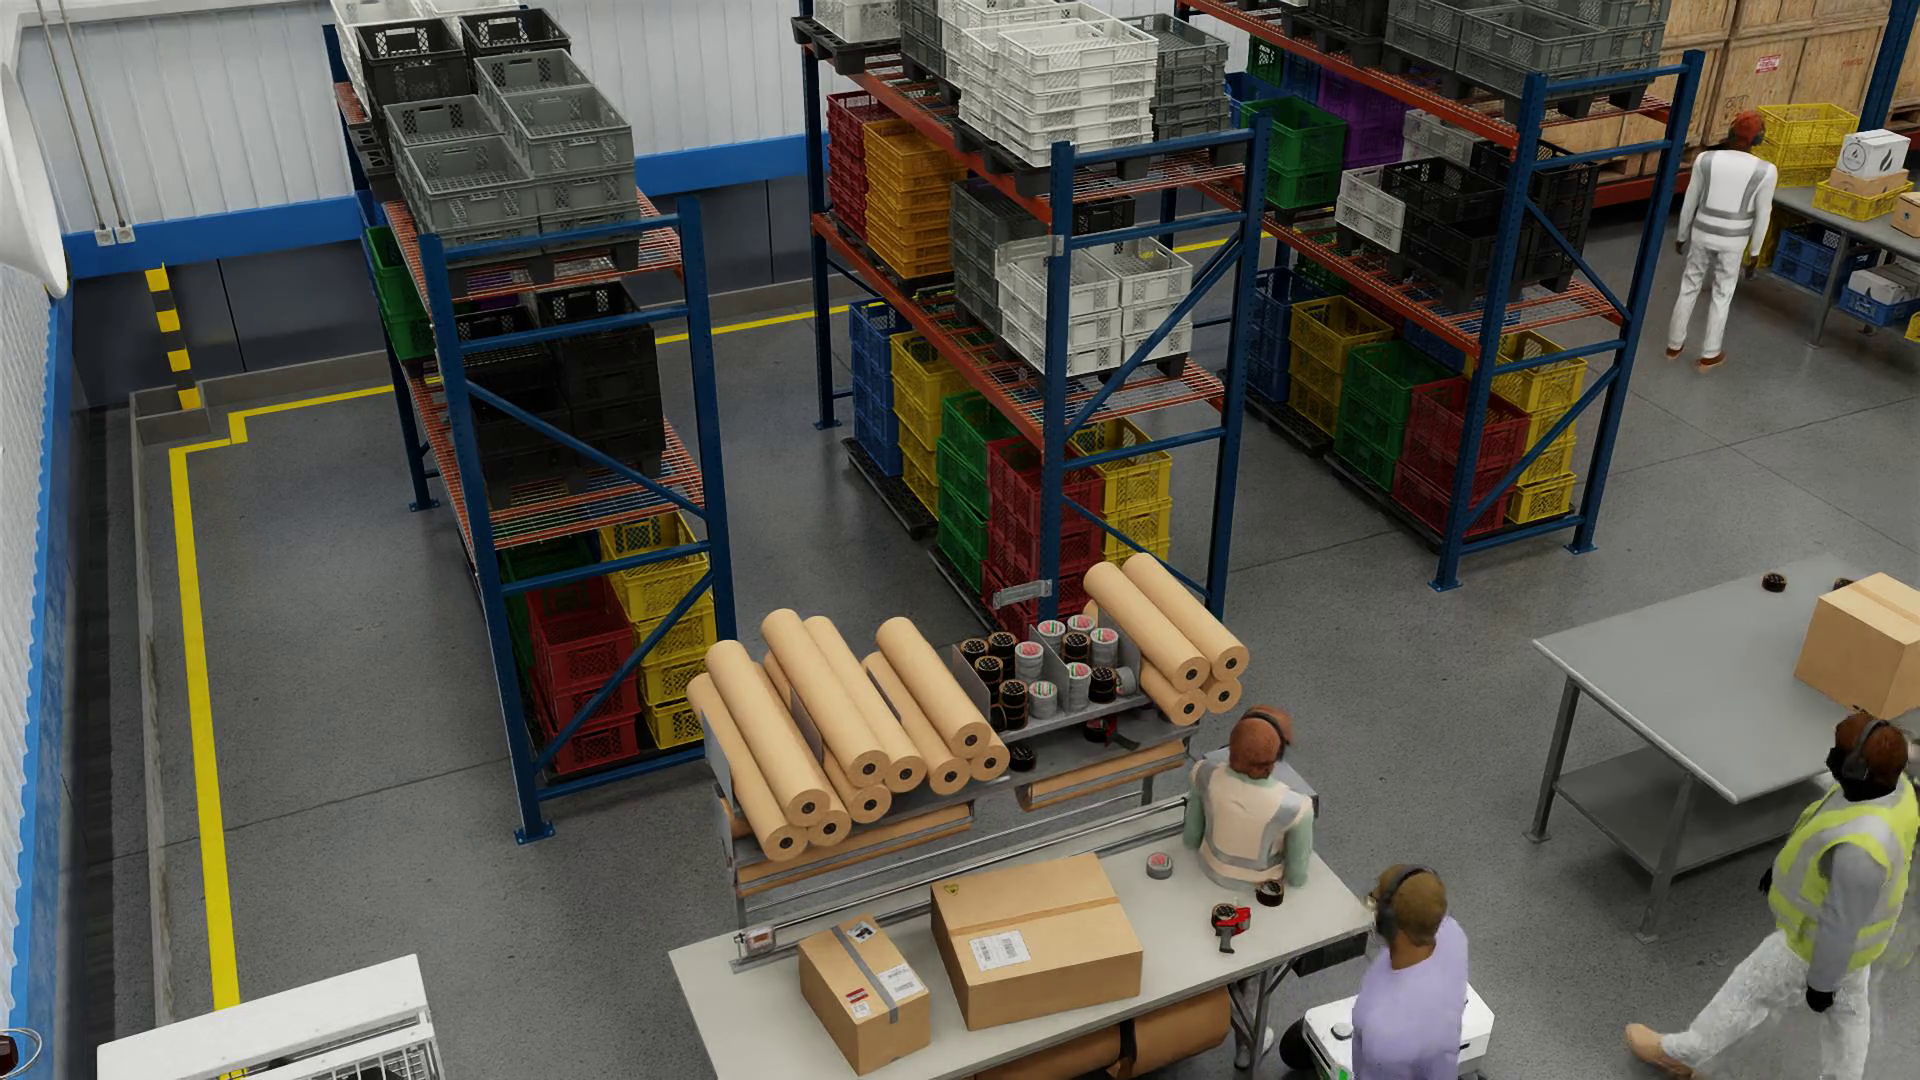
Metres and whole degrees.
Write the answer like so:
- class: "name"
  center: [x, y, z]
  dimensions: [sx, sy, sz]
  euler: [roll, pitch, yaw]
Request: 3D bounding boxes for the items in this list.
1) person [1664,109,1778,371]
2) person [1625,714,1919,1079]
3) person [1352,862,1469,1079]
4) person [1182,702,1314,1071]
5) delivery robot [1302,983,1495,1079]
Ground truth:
- class: "person"
  center: [5.427, -2.137, 11.887]
  dimensions: [0.584, 1.882, 0.337]
  euler: [22, 38, 31]
- class: "person"
  center: [3.130, 1.403, 6.224]
  dimensions: [0.936, 1.787, 0.640]
  euler: [22, 38, 31]
- class: "person"
  center: [1.411, 1.838, 5.410]
  dimensions: [0.398, 1.914, 0.664]
  euler: [16, 35, 24]
- class: "person"
  center: [1.083, 1.351, 6.468]
  dimensions: [0.514, 1.630, 0.323]
  euler: [20, 37, 28]
- class: "delivery robot"
  center: [1.701, 1.919, 6.473]
  dimensions: [0.707, 0.478, 0.477]
  euler: [-11, 33, -17]
